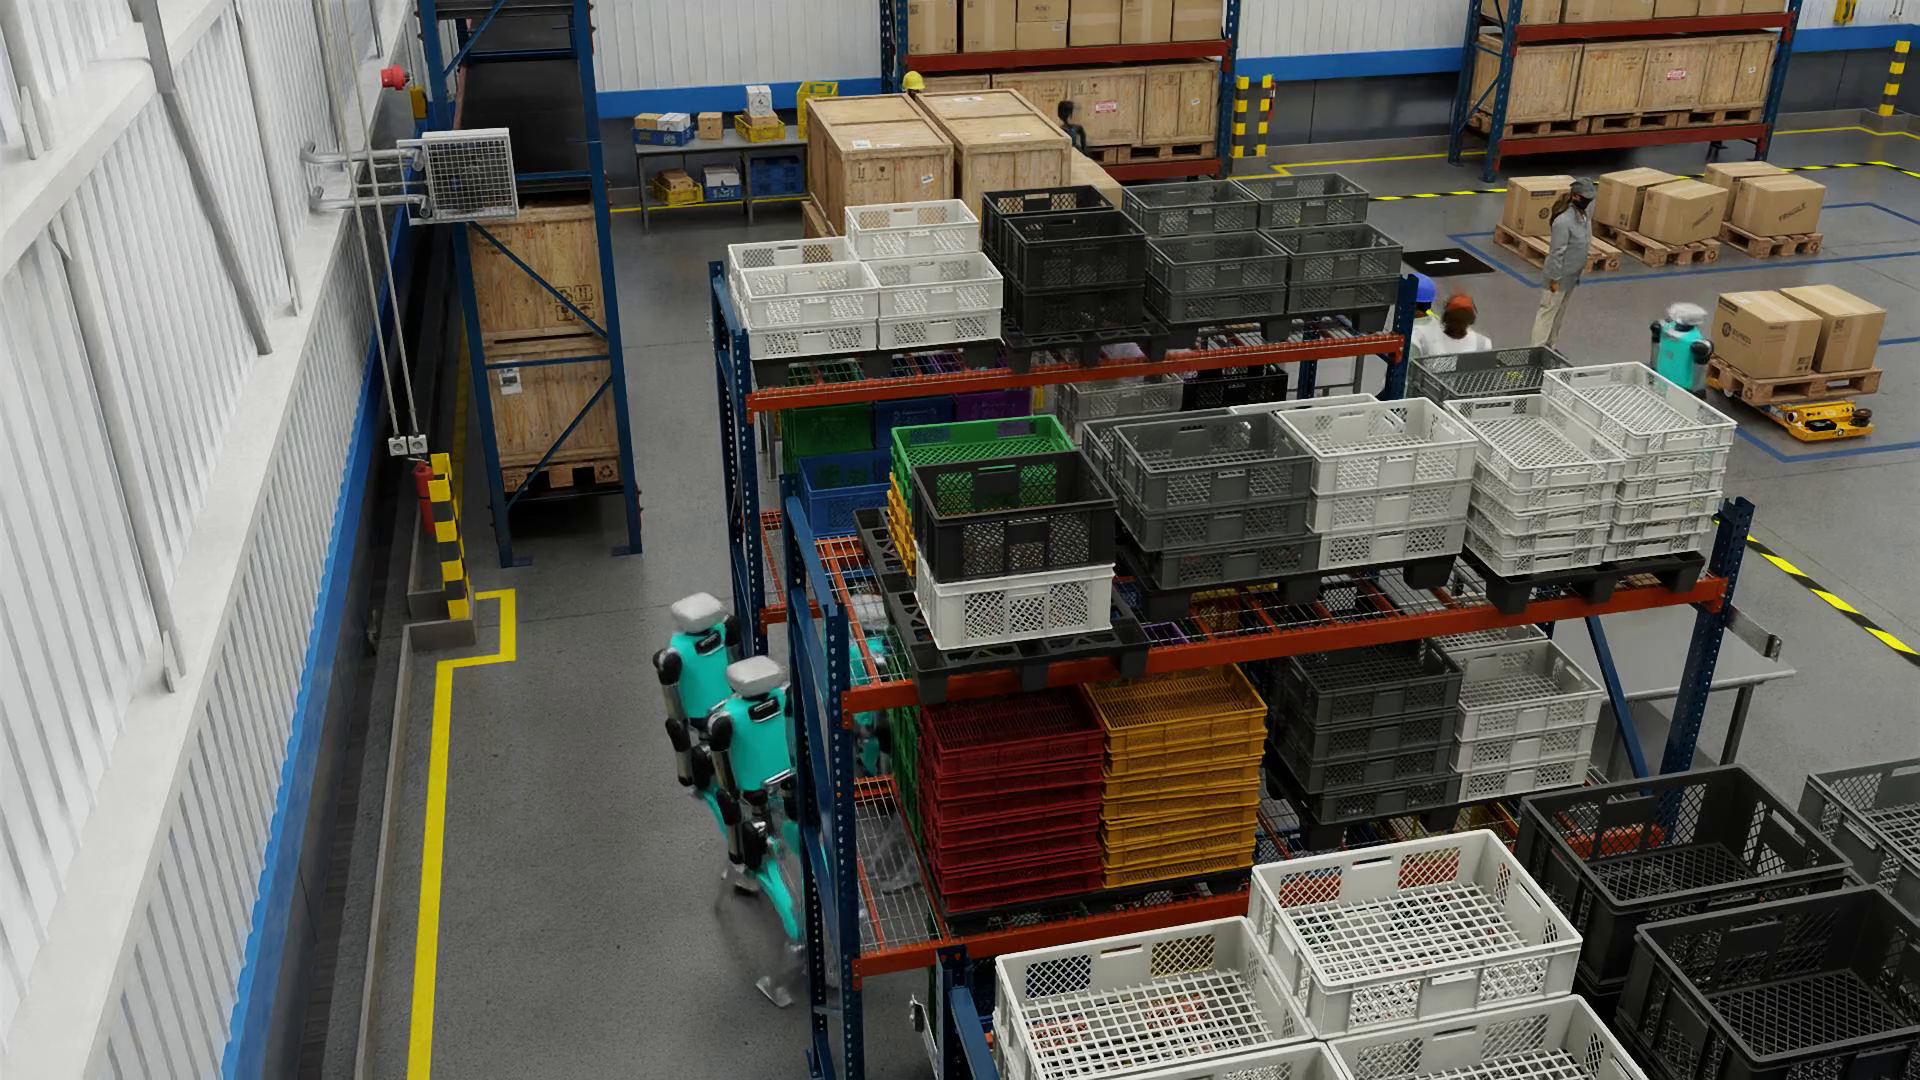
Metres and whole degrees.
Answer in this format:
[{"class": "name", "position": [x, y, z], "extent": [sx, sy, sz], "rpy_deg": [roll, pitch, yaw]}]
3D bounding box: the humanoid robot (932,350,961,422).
[{"class": "humanoid robot", "position": [-0.077, -0.527, 11.531], "extent": [0.323, 1.657, 0.593], "rpy_deg": [-13, 30, -23]}]

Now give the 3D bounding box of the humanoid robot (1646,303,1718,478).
[{"class": "humanoid robot", "position": [5.370, -0.938, 12.257], "extent": [0.795, 1.755, 0.589], "rpy_deg": [-11, 30, -20]}]

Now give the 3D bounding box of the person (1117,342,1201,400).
[{"class": "person", "position": [1.388, -0.835, 11.787], "extent": [0.625, 1.993, 0.881], "rpy_deg": [6, 28, 12]}]

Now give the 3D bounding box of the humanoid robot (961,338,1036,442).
[{"class": "humanoid robot", "position": [0.290, -0.501, 11.335], "extent": [0.532, 1.704, 0.730], "rpy_deg": [-4, 28, -7]}]

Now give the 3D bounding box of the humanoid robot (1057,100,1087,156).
[{"class": "humanoid robot", "position": [1.129, -3.906, 17.952], "extent": [0.608, 1.634, 0.387], "rpy_deg": [-16, 32, -28]}]

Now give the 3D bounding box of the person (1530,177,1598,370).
[{"class": "person", "position": [5.440, -2.408, 15.006], "extent": [0.396, 1.766, 0.571], "rpy_deg": [21, 35, 35]}]

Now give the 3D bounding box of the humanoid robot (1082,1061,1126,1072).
[{"class": "humanoid robot", "position": [0.428, 2.400, 5.976], "extent": [0.307, 1.652, 0.609], "rpy_deg": [11, 30, 20]}]

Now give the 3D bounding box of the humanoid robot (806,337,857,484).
[{"class": "humanoid robot", "position": [-0.878, -0.781, 12.038], "extent": [0.589, 1.625, 0.685], "rpy_deg": [14, 31, 25]}]

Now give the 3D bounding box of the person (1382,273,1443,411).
[{"class": "person", "position": [3.262, -1.005, 12.152], "extent": [0.386, 1.949, 0.603], "rpy_deg": [15, 31, 27]}]

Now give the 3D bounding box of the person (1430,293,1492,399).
[{"class": "person", "position": [3.473, -0.867, 12.010], "extent": [0.586, 1.838, 0.938], "rpy_deg": [6, 28, 12]}]

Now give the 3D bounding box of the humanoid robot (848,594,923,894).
[{"class": "humanoid robot", "position": [-0.269, 1.061, 8.473], "extent": [0.669, 1.813, 0.546], "rpy_deg": [-10, 30, -19]}]

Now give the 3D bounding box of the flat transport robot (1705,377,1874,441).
[{"class": "flat transport robot", "position": [7.142, -1.254, 14.395], "extent": [0.652, 0.197, 1.431], "rpy_deg": [-6, 28, -12]}]

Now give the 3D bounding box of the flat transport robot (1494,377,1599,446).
[{"class": "flat transport robot", "position": [4.780, -1.036, 14.013], "extent": [0.659, 0.231, 1.431], "rpy_deg": [-6, 28, -12]}]

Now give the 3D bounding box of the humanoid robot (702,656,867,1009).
[{"class": "humanoid robot", "position": [-0.762, 1.428, 7.746], "extent": [0.534, 1.747, 0.781], "rpy_deg": [-25, 37, -38]}]

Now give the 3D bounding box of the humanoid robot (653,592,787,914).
[{"class": "humanoid robot", "position": [-1.107, 1.137, 8.322], "extent": [0.637, 1.798, 0.533], "rpy_deg": [19, 33, 31]}]

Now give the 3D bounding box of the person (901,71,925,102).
[{"class": "person", "position": [-0.515, -4.285, 18.497], "extent": [0.588, 1.834, 0.403], "rpy_deg": [-21, 34, -34]}]

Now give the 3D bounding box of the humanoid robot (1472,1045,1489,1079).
[{"class": "humanoid robot", "position": [1.918, 2.391, 6.018], "extent": [0.586, 1.634, 0.584], "rpy_deg": [-8, 29, -14]}]
